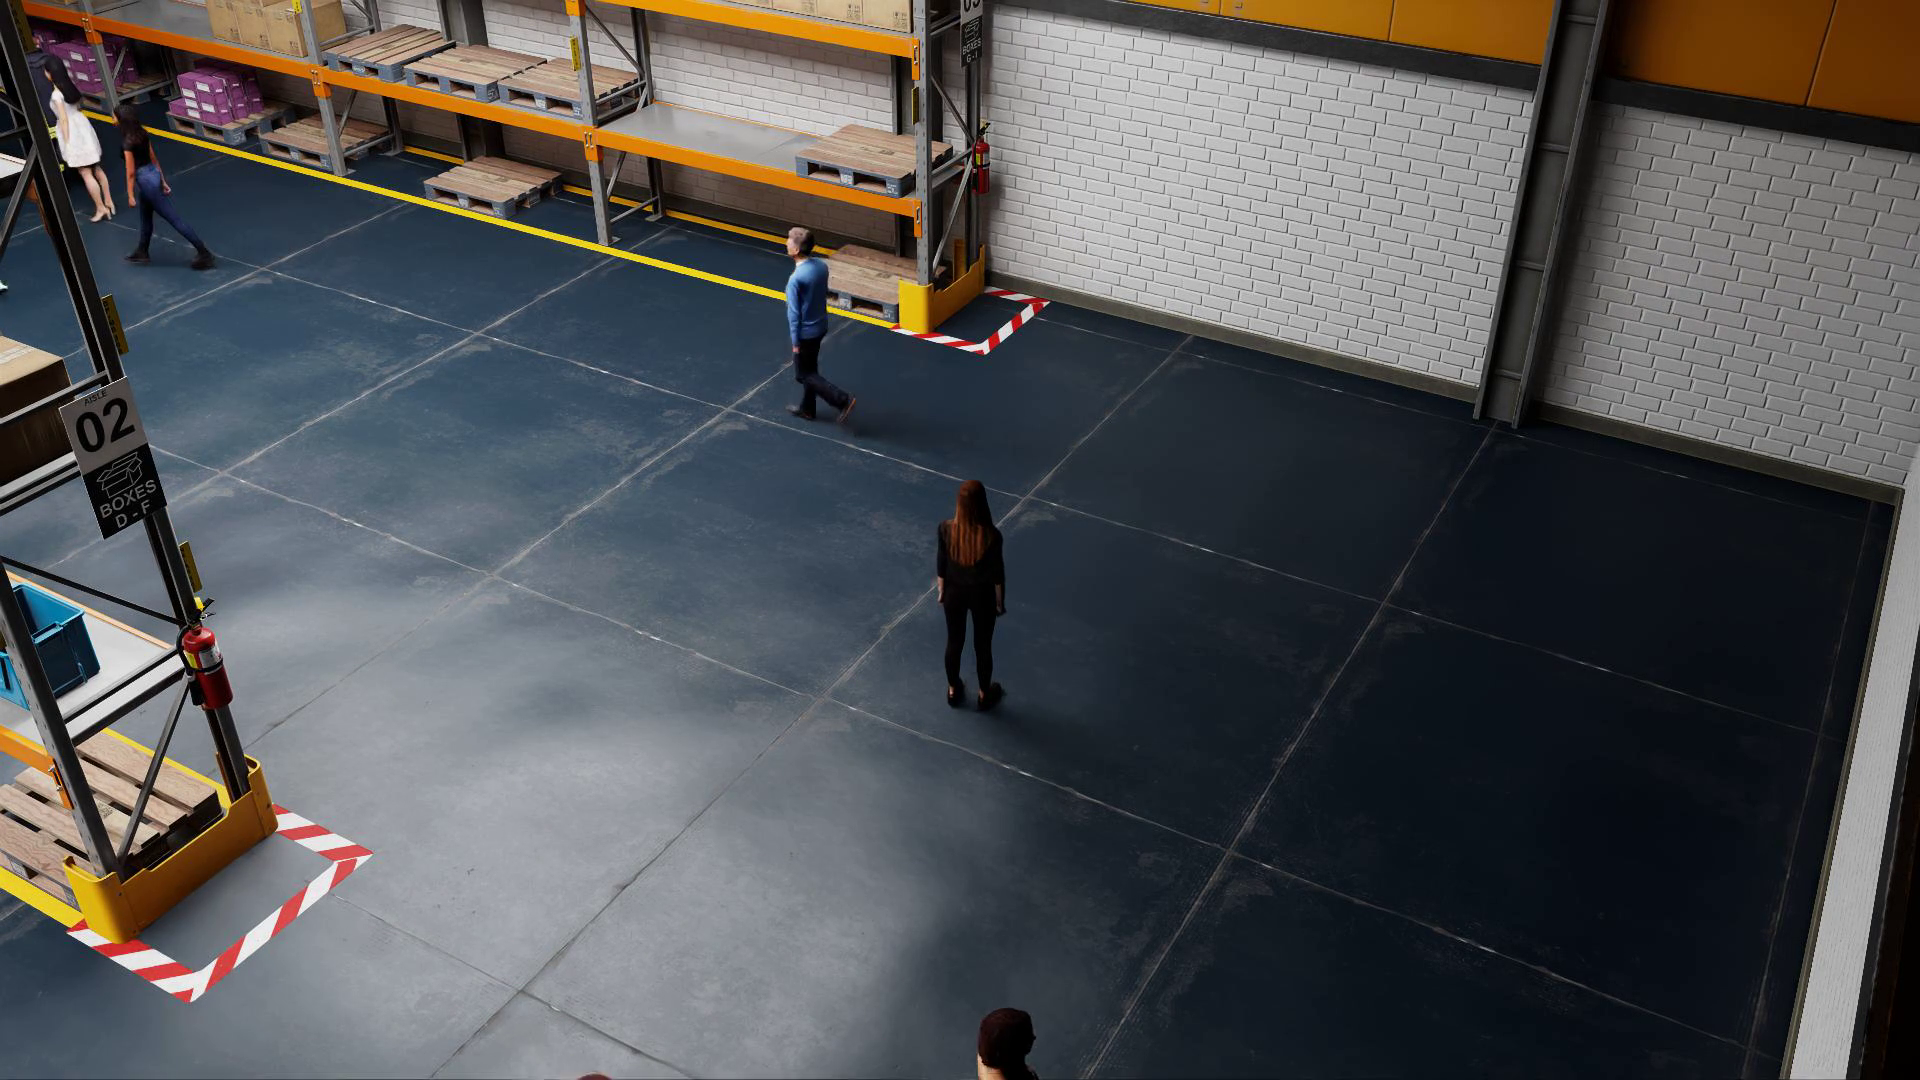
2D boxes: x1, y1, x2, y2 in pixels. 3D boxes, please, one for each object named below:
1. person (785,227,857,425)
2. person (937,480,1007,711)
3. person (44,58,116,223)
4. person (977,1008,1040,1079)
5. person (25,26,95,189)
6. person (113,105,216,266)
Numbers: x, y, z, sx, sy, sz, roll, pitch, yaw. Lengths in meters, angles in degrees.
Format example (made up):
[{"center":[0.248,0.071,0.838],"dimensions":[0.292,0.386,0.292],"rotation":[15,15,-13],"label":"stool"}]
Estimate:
[{"center":[-1.211,-1.779,14.109],"dimensions":[0.979,1.799,0.679],"rotation":[16,37,22],"label":"person"},{"center":[0.058,0.368,10.959],"dimensions":[0.559,1.710,0.722],"rotation":[9,35,13],"label":"person"},{"center":[-9.514,-4.312,17.944],"dimensions":[0.788,1.772,0.766],"rotation":[1,34,2],"label":"person"},{"center":[0.100,2.753,7.337],"dimensions":[1.125,1.747,1.000],"rotation":[-5,34,-7],"label":"person"},{"center":[-10.202,-4.816,18.625],"dimensions":[0.820,1.858,0.798],"rotation":[-27,42,-34],"label":"person"},{"center":[-8.101,-3.535,16.857],"dimensions":[1.255,1.680,0.980],"rotation":[0,34,0],"label":"person"}]
